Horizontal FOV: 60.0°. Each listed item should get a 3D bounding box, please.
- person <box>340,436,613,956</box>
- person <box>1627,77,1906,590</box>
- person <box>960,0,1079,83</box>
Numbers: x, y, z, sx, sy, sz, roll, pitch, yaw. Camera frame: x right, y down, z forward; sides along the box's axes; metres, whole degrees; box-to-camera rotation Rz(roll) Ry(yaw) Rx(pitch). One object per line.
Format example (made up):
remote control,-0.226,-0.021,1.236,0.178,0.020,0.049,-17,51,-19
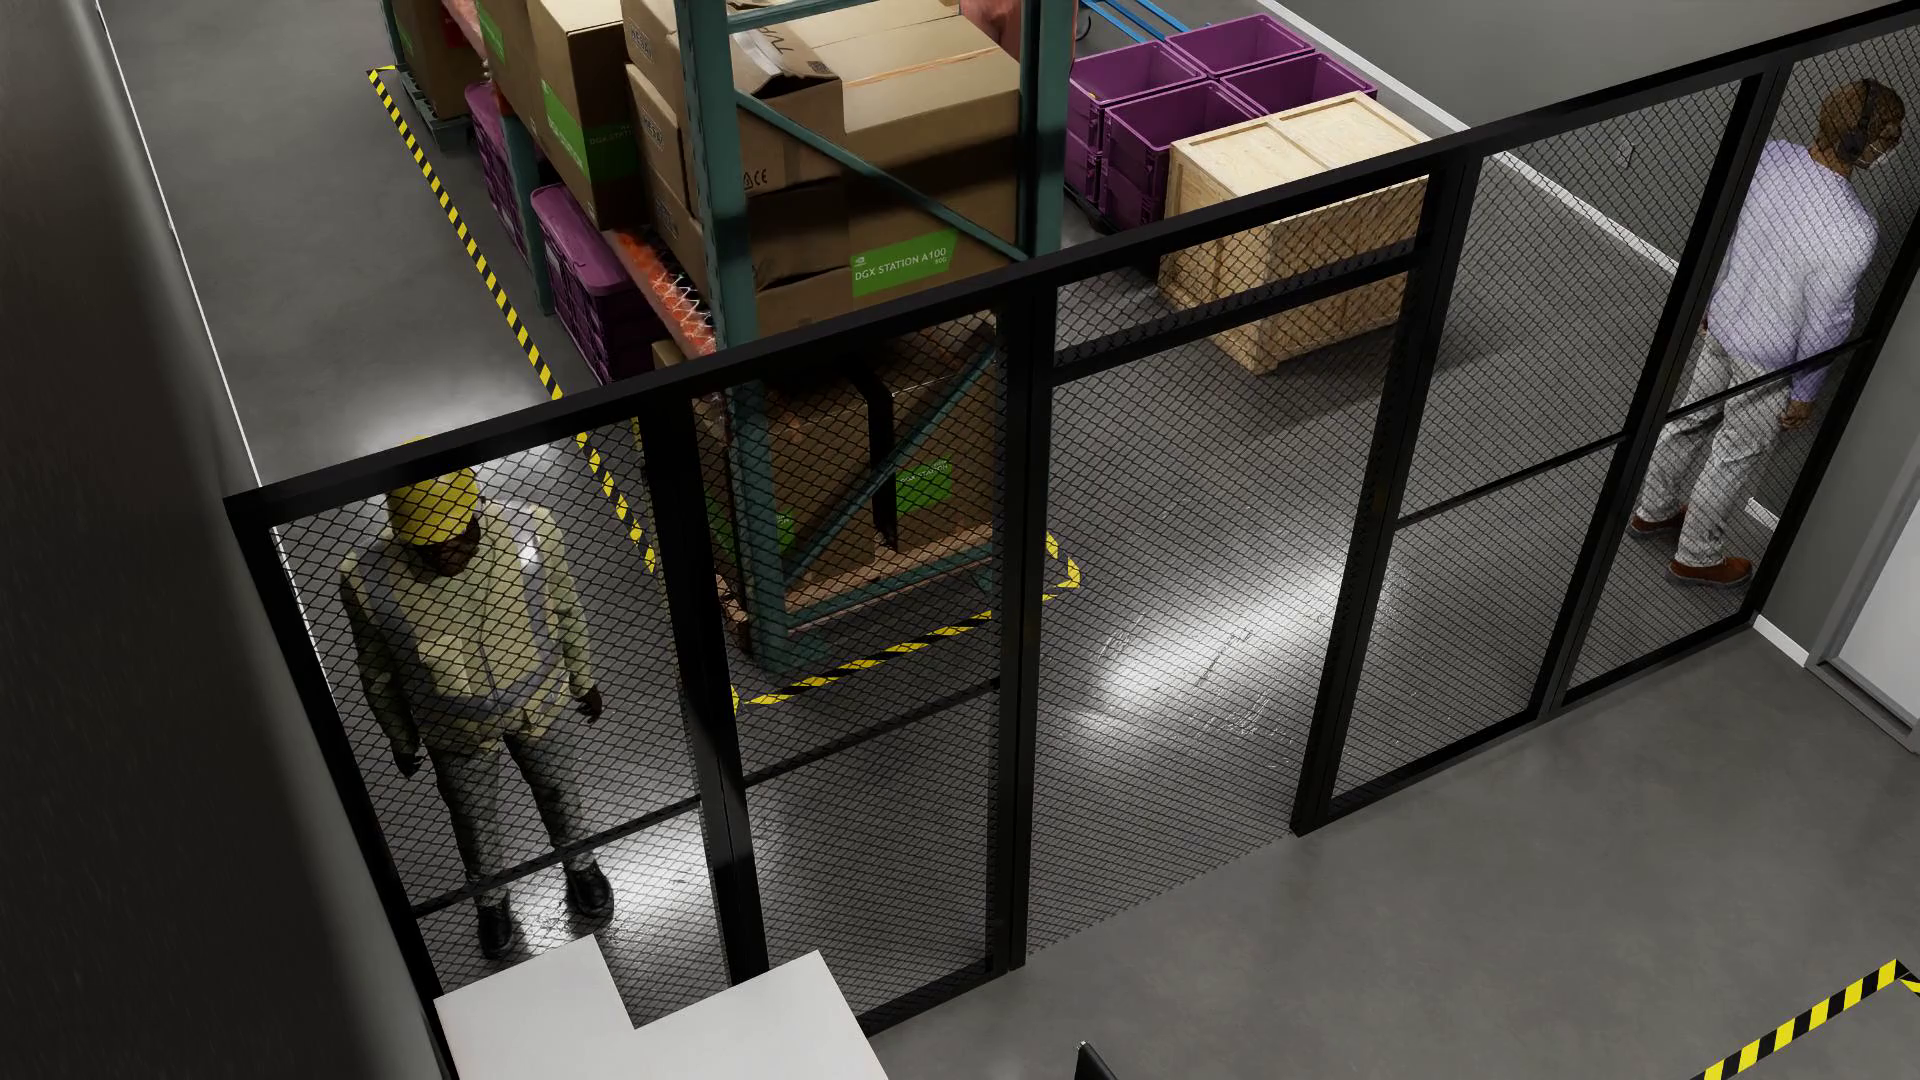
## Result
person,-1.278,0.445,4.536,0.601,1.830,0.404,-18,45,-19
person,2.737,-0.670,5.680,0.355,1.936,0.637,-8,43,-9
person,0.215,-1.808,6.884,0.611,1.993,0.384,-31,51,-29
